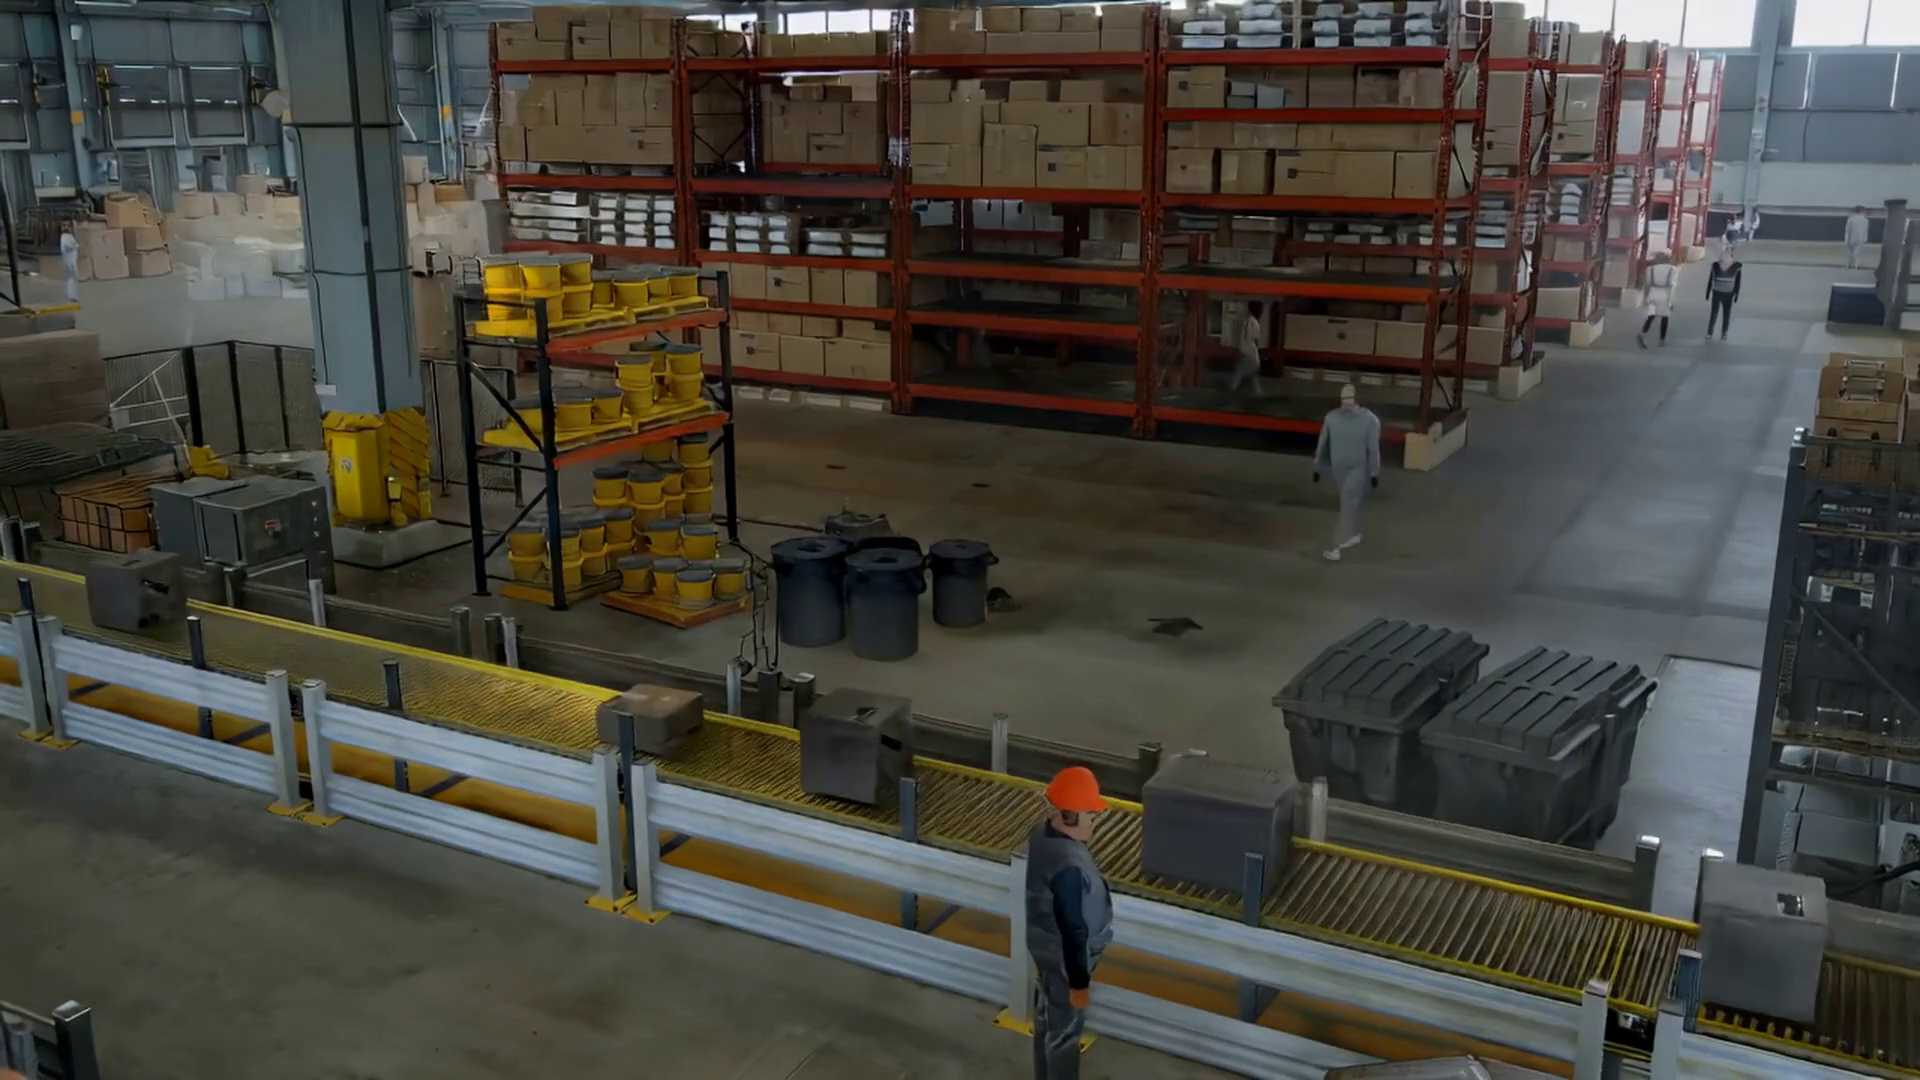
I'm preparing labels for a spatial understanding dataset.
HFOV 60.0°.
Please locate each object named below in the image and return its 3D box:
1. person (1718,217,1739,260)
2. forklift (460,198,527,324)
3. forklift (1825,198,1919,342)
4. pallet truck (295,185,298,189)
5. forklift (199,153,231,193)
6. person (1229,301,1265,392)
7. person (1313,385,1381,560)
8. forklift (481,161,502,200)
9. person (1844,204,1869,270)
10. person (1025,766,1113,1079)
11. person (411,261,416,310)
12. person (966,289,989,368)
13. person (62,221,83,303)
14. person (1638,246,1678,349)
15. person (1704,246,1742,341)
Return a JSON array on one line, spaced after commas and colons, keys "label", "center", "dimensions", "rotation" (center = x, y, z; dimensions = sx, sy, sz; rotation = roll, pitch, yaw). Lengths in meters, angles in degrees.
[{"label": "person", "center": [19.719, -7.350, 42.711], "dimensions": [0.566, 1.846, 0.389], "rotation": [-11, 18, -36]}, {"label": "forklift", "center": [-9.306, -5.622, 34.234], "dimensions": [1.873, 2.768, 1.129], "rotation": [8, 17, 28]}, {"label": "forklift", "center": [18.935, -5.544, 33.941], "dimensions": [1.873, 2.768, 1.129], "rotation": [10, 18, 32]}, {"label": "pallet truck", "center": [-26.804, -14.617, 69.738], "dimensions": [1.885, 1.965, 0.823], "rotation": [-14, 20, -42]}, {"label": "forklift", "center": [-27.440, -12.865, 61.464], "dimensions": [1.873, 2.768, 1.129], "rotation": [8, 17, 28]}, {"label": "person", "center": [4.682, -3.027, 26.817], "dimensions": [0.857, 1.655, 0.542], "rotation": [1, 15, 2]}, {"label": "person", "center": [4.179, -0.768, 17.970], "dimensions": [0.663, 1.853, 1.011], "rotation": [12, 19, 39]}, {"label": "forklift", "center": [-17.525, -13.636, 64.361], "dimensions": [1.873, 2.768, 1.129], "rotation": [0, 15, 1]}, {"label": "person", "center": [25.509, -8.615, 47.388], "dimensions": [0.662, 1.888, 0.650], "rotation": [-12, 19, -38]}, {"label": "person", "center": [0.512, 1.934, 7.842], "dimensions": [0.404, 1.830, 0.588], "rotation": [-3, 15, -10]}, {"label": "person", "center": [-11.600, -5.215, 34.686], "dimensions": [0.565, 1.844, 0.517], "rotation": [8, 17, 28]}, {"label": "person", "center": [0.327, -3.417, 28.227], "dimensions": [0.621, 1.672, 0.558], "rotation": [9, 17, 30]}, {"label": "person", "center": [-21.391, -6.692, 40.050], "dimensions": [0.395, 1.953, 0.620], "rotation": [-8, 17, -26]}, {"label": "person", "center": [13.688, -4.738, 32.609], "dimensions": [0.930, 2.011, 0.608], "rotation": [-14, 20, -42]}, {"label": "person", "center": [15.532, -5.025, 33.842], "dimensions": [0.587, 1.914, 0.392], "rotation": [10, 18, 34]}]
